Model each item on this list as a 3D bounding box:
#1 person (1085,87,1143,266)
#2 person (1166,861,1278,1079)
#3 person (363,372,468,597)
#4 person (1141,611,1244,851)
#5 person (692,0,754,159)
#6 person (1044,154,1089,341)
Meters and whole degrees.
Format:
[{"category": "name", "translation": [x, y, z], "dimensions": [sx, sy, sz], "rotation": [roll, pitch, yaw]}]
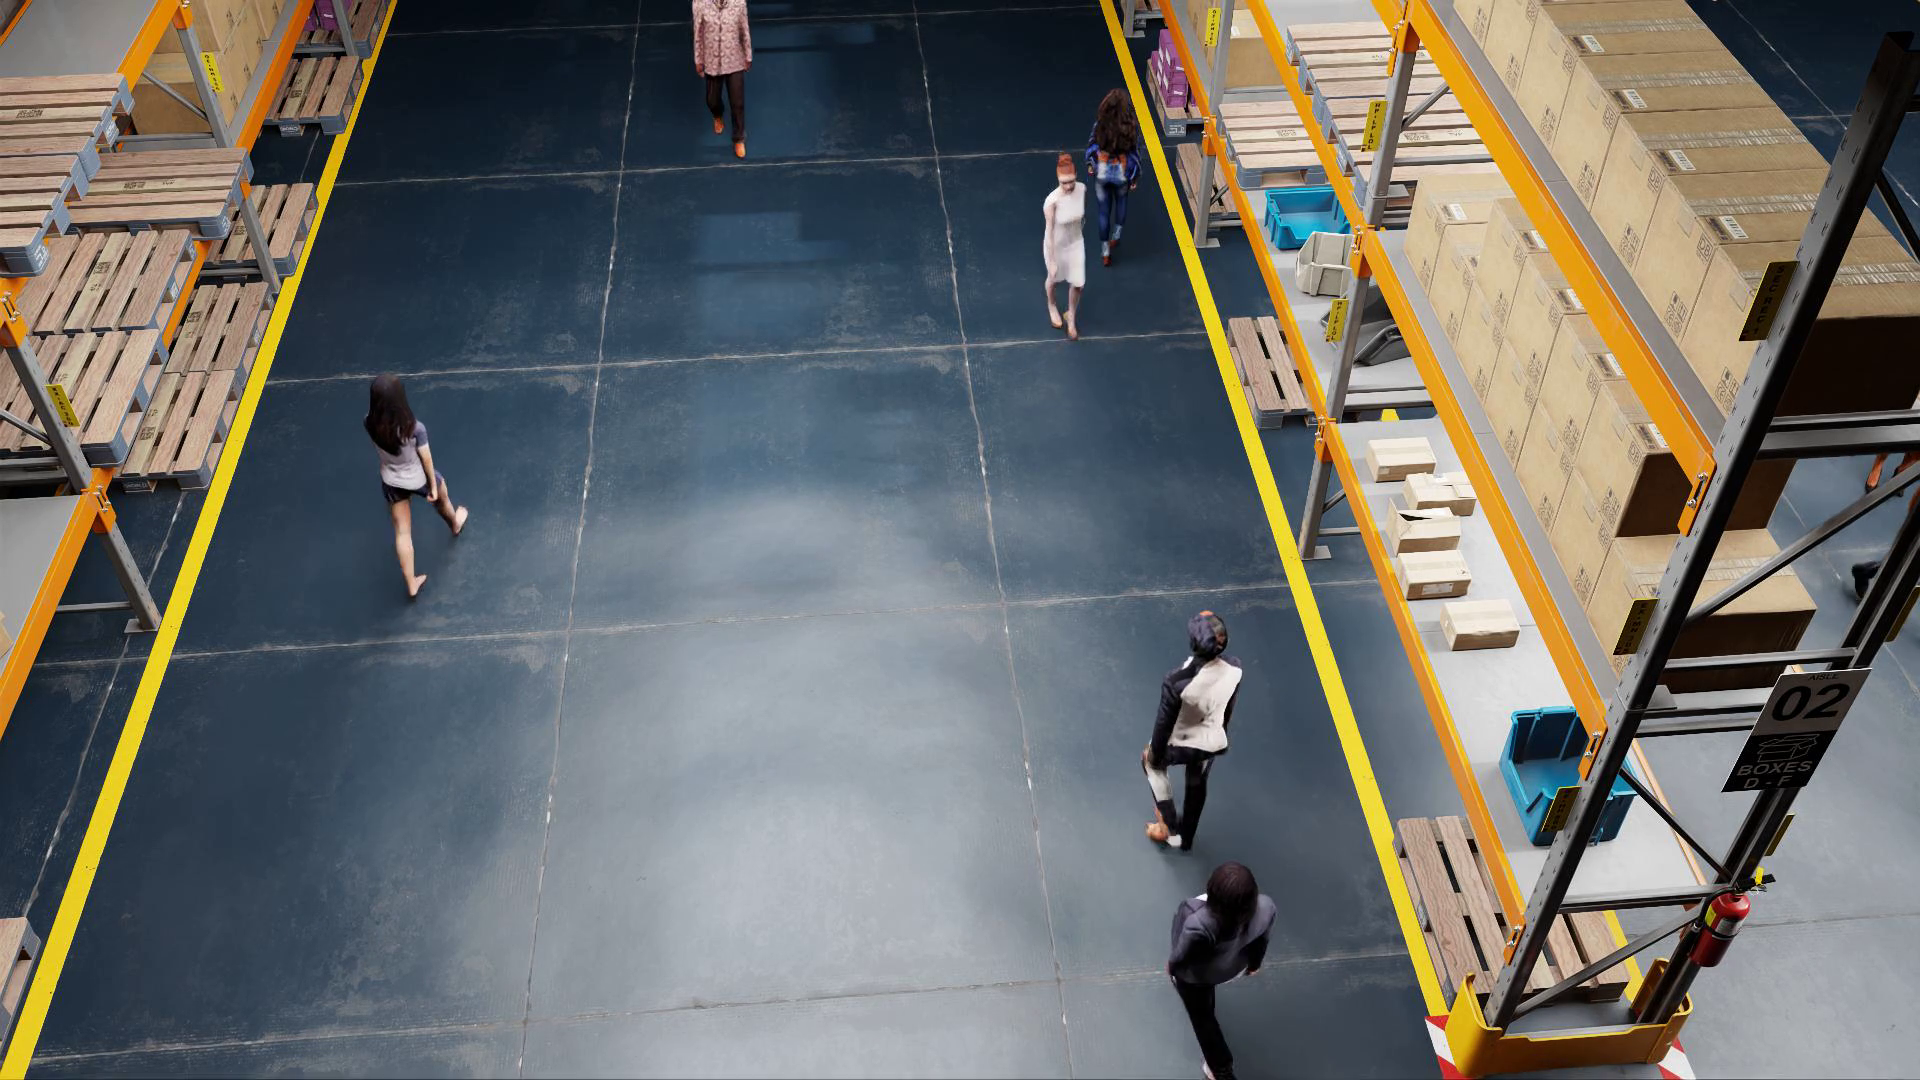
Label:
[{"category": "person", "translation": [1.285, -3.056, 14.137], "dimensions": [0.688, 1.608, 0.701], "rotation": [3, 44, 4]}, {"category": "person", "translation": [1.337, 2.236, 8.606], "dimensions": [0.912, 1.573, 1.140], "rotation": [-20, 47, -20]}, {"category": "person", "translation": [-3.771, -0.356, 11.267], "dimensions": [0.733, 1.656, 1.156], "rotation": [4, 44, 4]}, {"category": "person", "translation": [1.349, 1.189, 9.478], "dimensions": [0.784, 1.887, 0.750], "rotation": [-16, 46, -16]}, {"category": "person", "translation": [-2.216, -4.508, 15.527], "dimensions": [0.701, 1.791, 0.866], "rotation": [-5, 44, -5]}, {"category": "person", "translation": [0.810, -2.366, 13.302], "dimensions": [0.734, 1.760, 0.817], "rotation": [-26, 50, -25]}]
